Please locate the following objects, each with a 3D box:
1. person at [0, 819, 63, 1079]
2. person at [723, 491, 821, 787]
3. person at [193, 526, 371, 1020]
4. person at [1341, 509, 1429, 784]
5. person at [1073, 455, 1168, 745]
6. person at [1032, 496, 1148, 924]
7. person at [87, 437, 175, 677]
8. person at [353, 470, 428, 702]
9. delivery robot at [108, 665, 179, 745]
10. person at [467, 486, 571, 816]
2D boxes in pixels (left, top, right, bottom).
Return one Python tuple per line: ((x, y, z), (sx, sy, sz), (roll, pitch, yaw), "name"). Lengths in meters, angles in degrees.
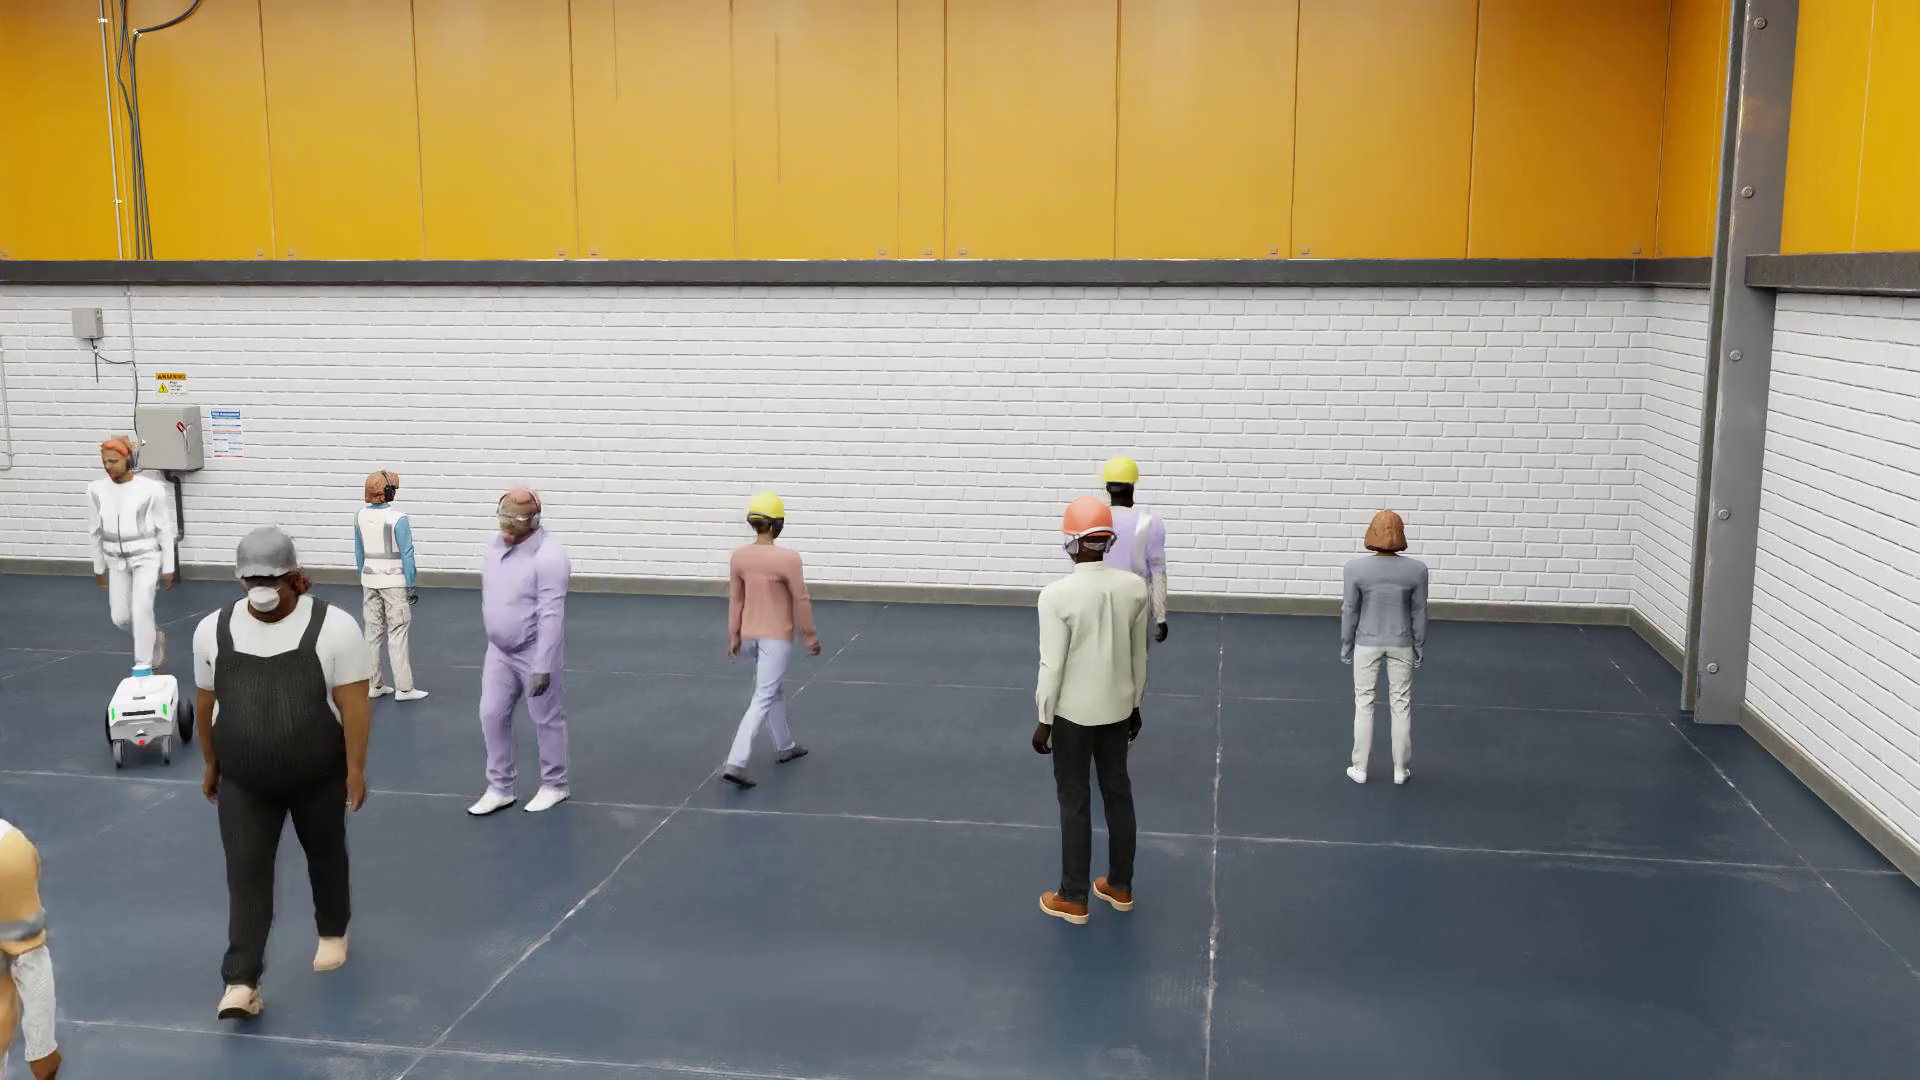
((-2.808, 1.341, 4.707), (0.540, 1.900, 0.996), (3, 10, 19), "person")
((-1.174, 0.575, 9.927), (0.532, 1.724, 0.899), (7, 11, 36), "person")
((-2.815, 0.910, 6.887), (0.720, 2.000, 1.005), (-2, 9, -10), "person")
((2.501, 0.633, 9.834), (0.500, 1.636, 0.280), (1, 9, 7), "person")
((0.966, 0.429, 10.273), (0.602, 1.905, 0.710), (5, 10, 27), "person")
((0.599, 0.786, 7.787), (0.622, 1.992, 0.396), (-6, 11, -32), "person")
((-5.971, 0.159, 12.085), (0.586, 1.863, 0.683), (0, 9, 2), "person")
((-4.034, 0.327, 11.711), (0.511, 1.641, 0.307), (4, 10, 25), "person")
((-5.113, 1.030, 10.426), (0.477, 0.478, 0.707), (-3, 10, -21), "delivery robot")
((-2.416, 0.627, 9.170), (0.681, 1.871, 0.663), (6, 11, 31), "person")
